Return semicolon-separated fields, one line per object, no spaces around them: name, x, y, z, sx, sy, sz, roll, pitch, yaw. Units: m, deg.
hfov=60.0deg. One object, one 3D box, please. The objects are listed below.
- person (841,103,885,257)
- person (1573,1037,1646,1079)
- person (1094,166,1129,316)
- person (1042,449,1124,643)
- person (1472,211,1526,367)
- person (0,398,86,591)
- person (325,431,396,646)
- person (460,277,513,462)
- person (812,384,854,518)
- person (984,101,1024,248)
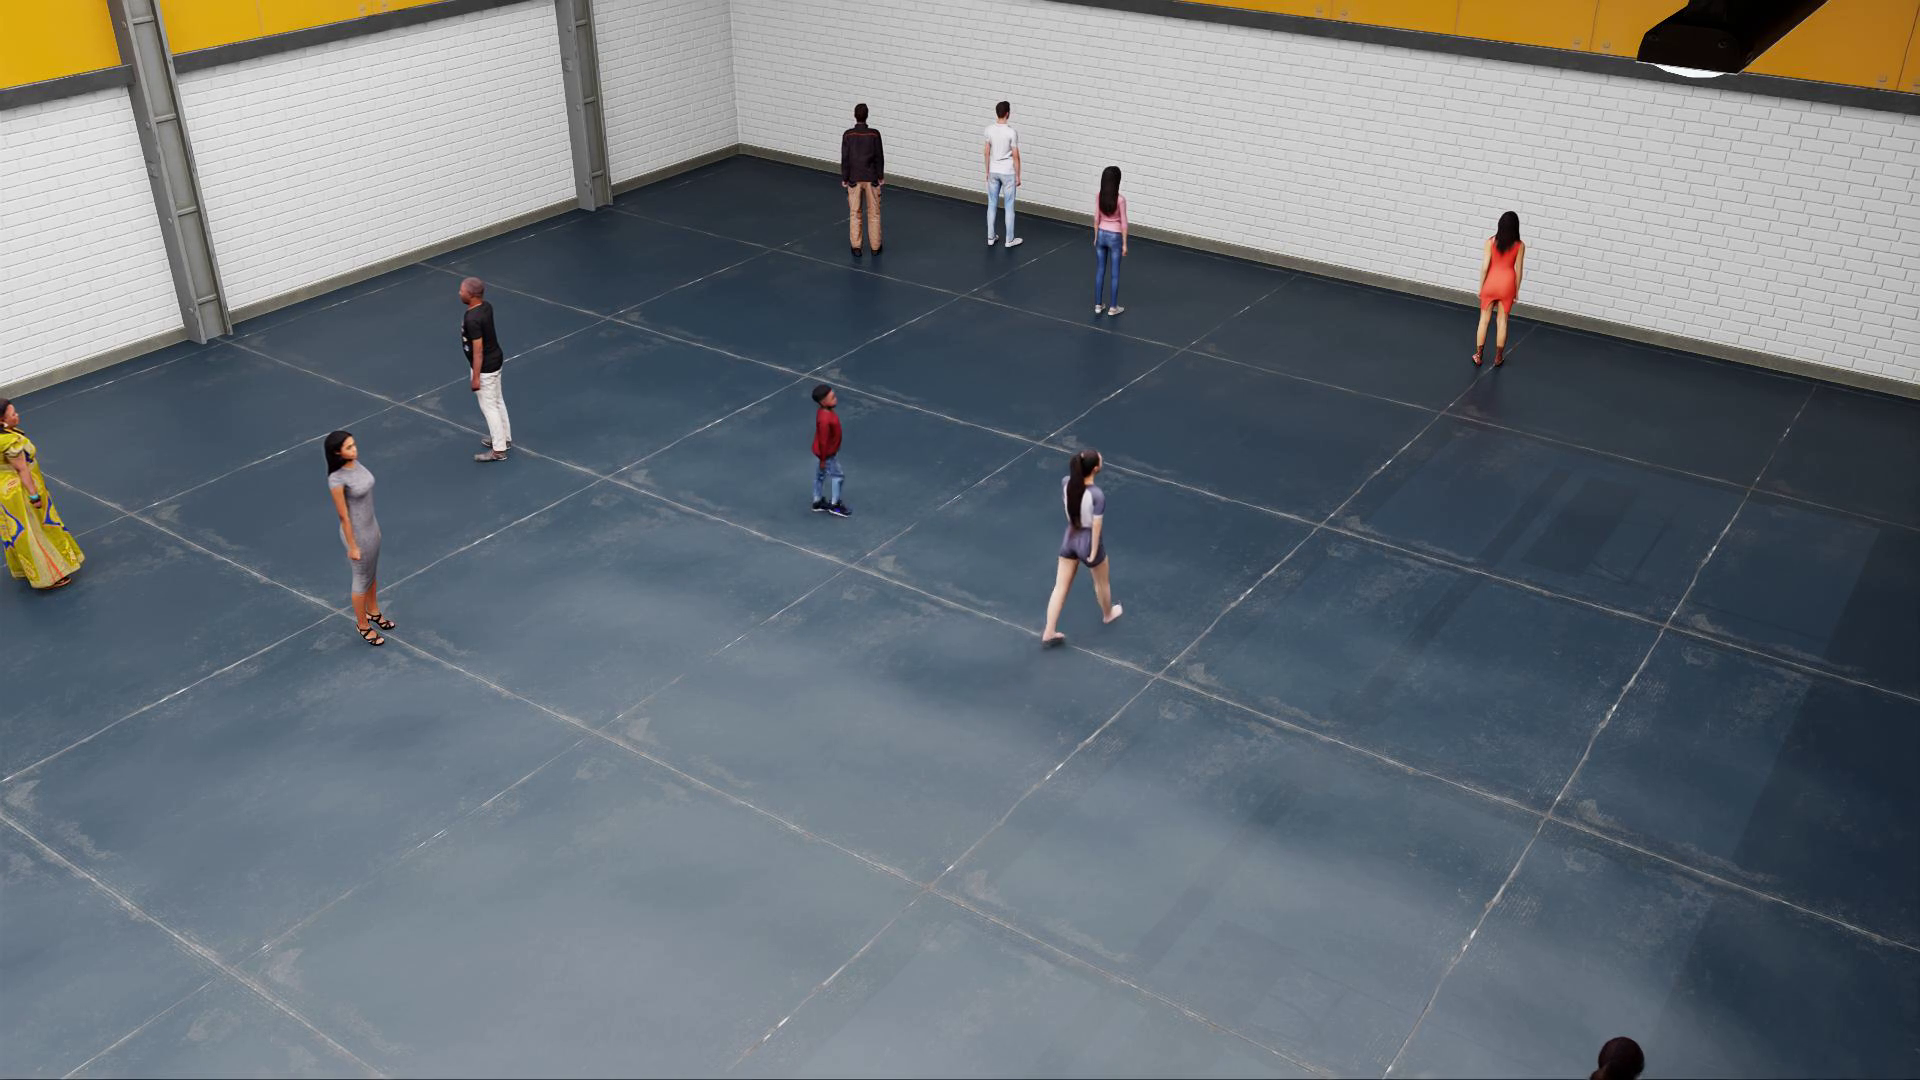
person;-1.228;-4.547;20.996;0.792;1.925;0.832;-3;29;-5
person;2.863;2.925;7.557;0.624;1.677;0.577;16;32;27
person;1.725;-3.471;19.215;0.577;1.742;0.508;17;33;28
person;0.880;0.082;12.844;0.676;1.605;1.063;24;36;36
person;5.769;-2.690;17.805;0.653;1.719;0.640;7;29;13
person;-7.715;-0.397;13.665;0.879;1.659;0.801;23;36;36
person;-4.649;-0.031;12.868;0.734;1.781;0.623;2;29;5
person;-4.497;-1.634;15.781;0.823;1.805;0.730;0;29;0
person;-1.259;-0.801;14.839;0.692;1.245;0.632;-5;29;-9
person;0.540;-4.698;21.350;0.664;1.851;0.565;15;32;25
